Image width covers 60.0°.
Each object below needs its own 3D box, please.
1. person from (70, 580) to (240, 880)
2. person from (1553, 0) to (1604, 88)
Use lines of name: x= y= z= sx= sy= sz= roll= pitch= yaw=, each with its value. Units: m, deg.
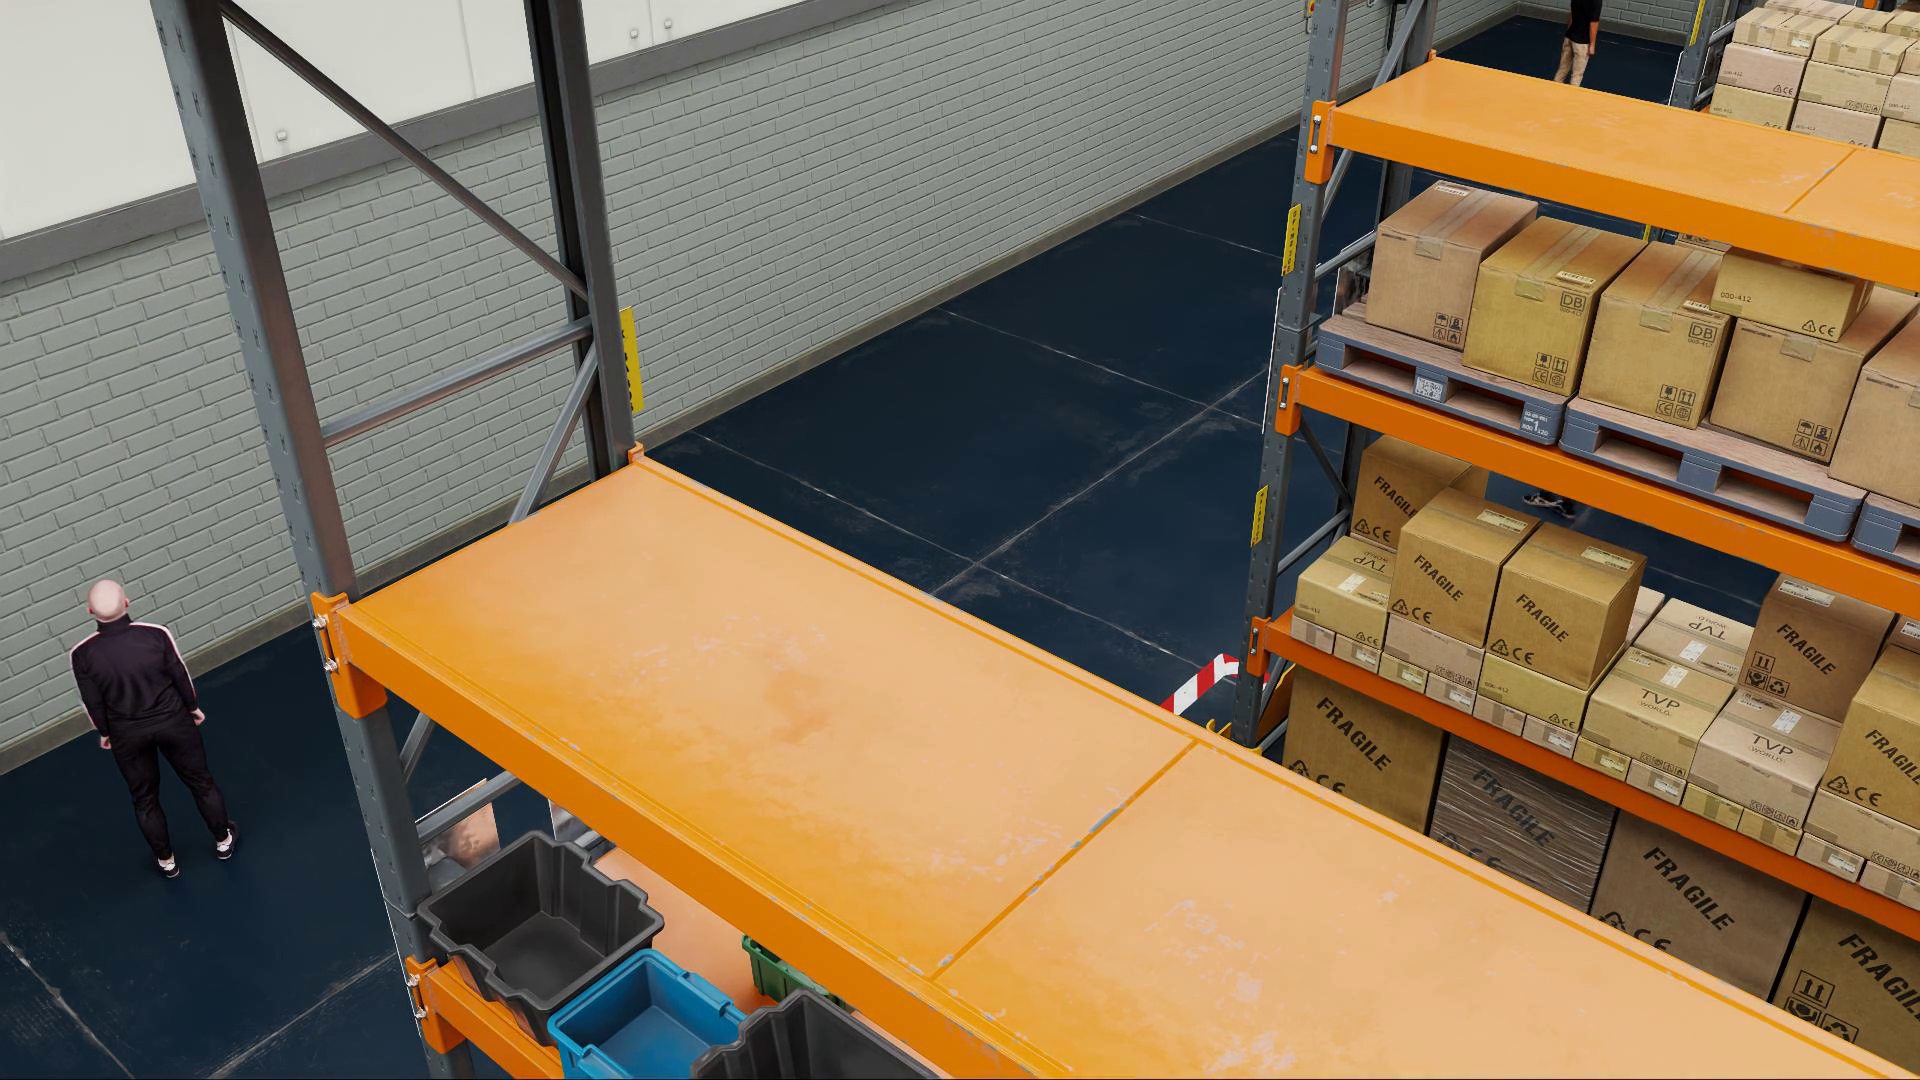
person: x=-4.227 y=0.990 z=8.697 sx=0.745 sy=1.837 sz=0.712 roll=-16 pitch=36 yaw=-23
person: x=7.043 y=-5.696 z=18.962 sx=0.766 sy=1.854 sz=0.643 roll=-12 pitch=35 yaw=-17
